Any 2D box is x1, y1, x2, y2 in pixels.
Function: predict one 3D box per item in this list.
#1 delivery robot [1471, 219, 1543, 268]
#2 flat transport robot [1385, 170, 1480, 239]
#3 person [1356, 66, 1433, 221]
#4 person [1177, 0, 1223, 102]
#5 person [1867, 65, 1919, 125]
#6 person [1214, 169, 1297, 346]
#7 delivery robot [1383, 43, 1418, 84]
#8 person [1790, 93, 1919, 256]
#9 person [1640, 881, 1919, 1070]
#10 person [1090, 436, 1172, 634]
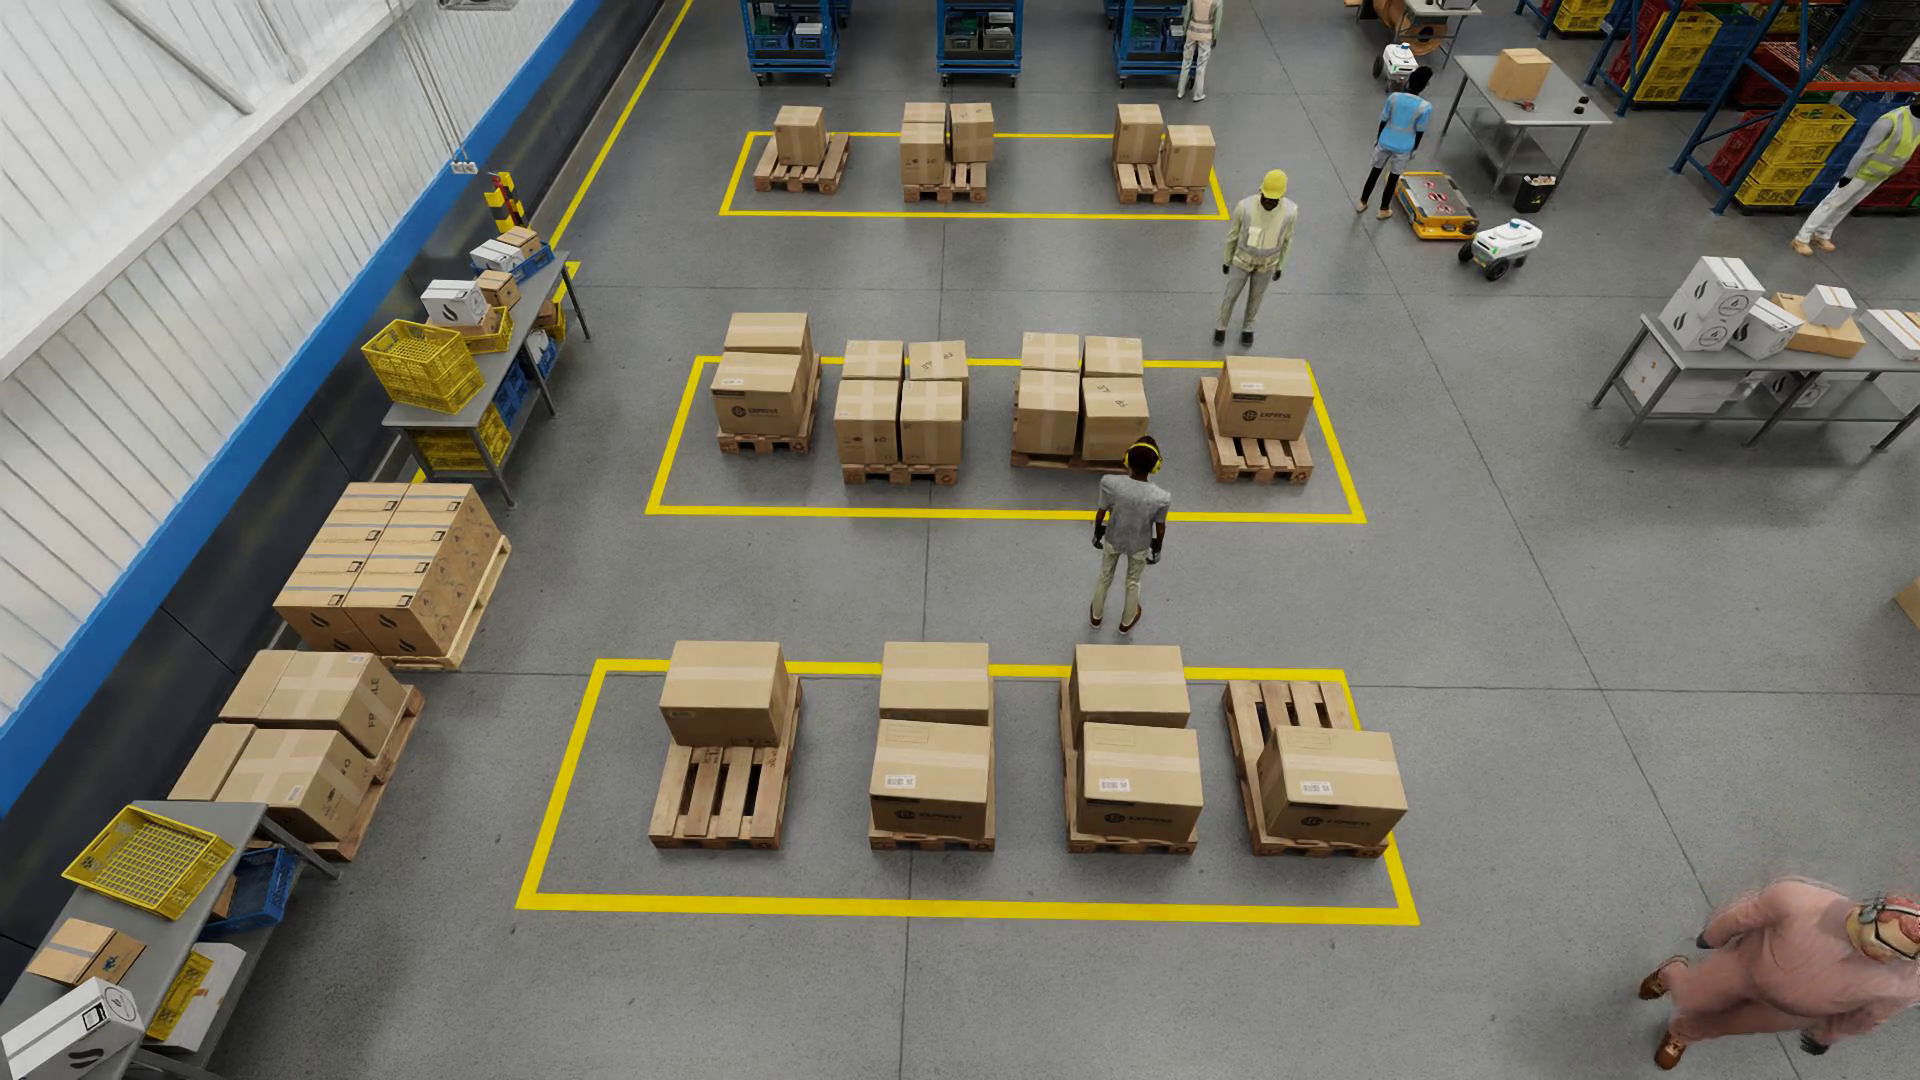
[{"bbox_3d":[6.045,-3.305,10.130,0.707,0.478,0.477,-17,51,-15],"label":"delivery robot"},{"bbox_3d":[5.692,-4.094,11.059,0.652,0.197,1.431,1,49,1],"label":"flat transport robot"},{"bbox_3d":[4.991,-4.520,10.491,0.529,1.694,0.321,36,58,27],"label":"person"},{"bbox_3d":[3.287,-6.902,12.588,0.514,1.642,0.310,23,53,19],"label":"person"},{"bbox_3d":[11.752,-5.596,11.264,0.378,1.940,0.629,-13,50,-11],"label":"person"},{"bbox_3d":[2.833,-2.695,8.831,0.588,1.824,0.404,7,49,6],"label":"person"},{"bbox_3d":[6.365,-6.920,13.258,0.477,0.478,0.707,5,49,4],"label":"delivery robot"},{"bbox_3d":[9.871,-3.986,9.936,0.624,1.841,0.430,-10,50,-8],"label":"person"},{"bbox_3d":[4.032,2.199,4.550,0.646,1.890,0.447,35,58,27],"label":"person"},{"bbox_3d":[1.184,-0.003,6.467,0.512,1.874,0.328,15,51,13],"label":"person"}]
